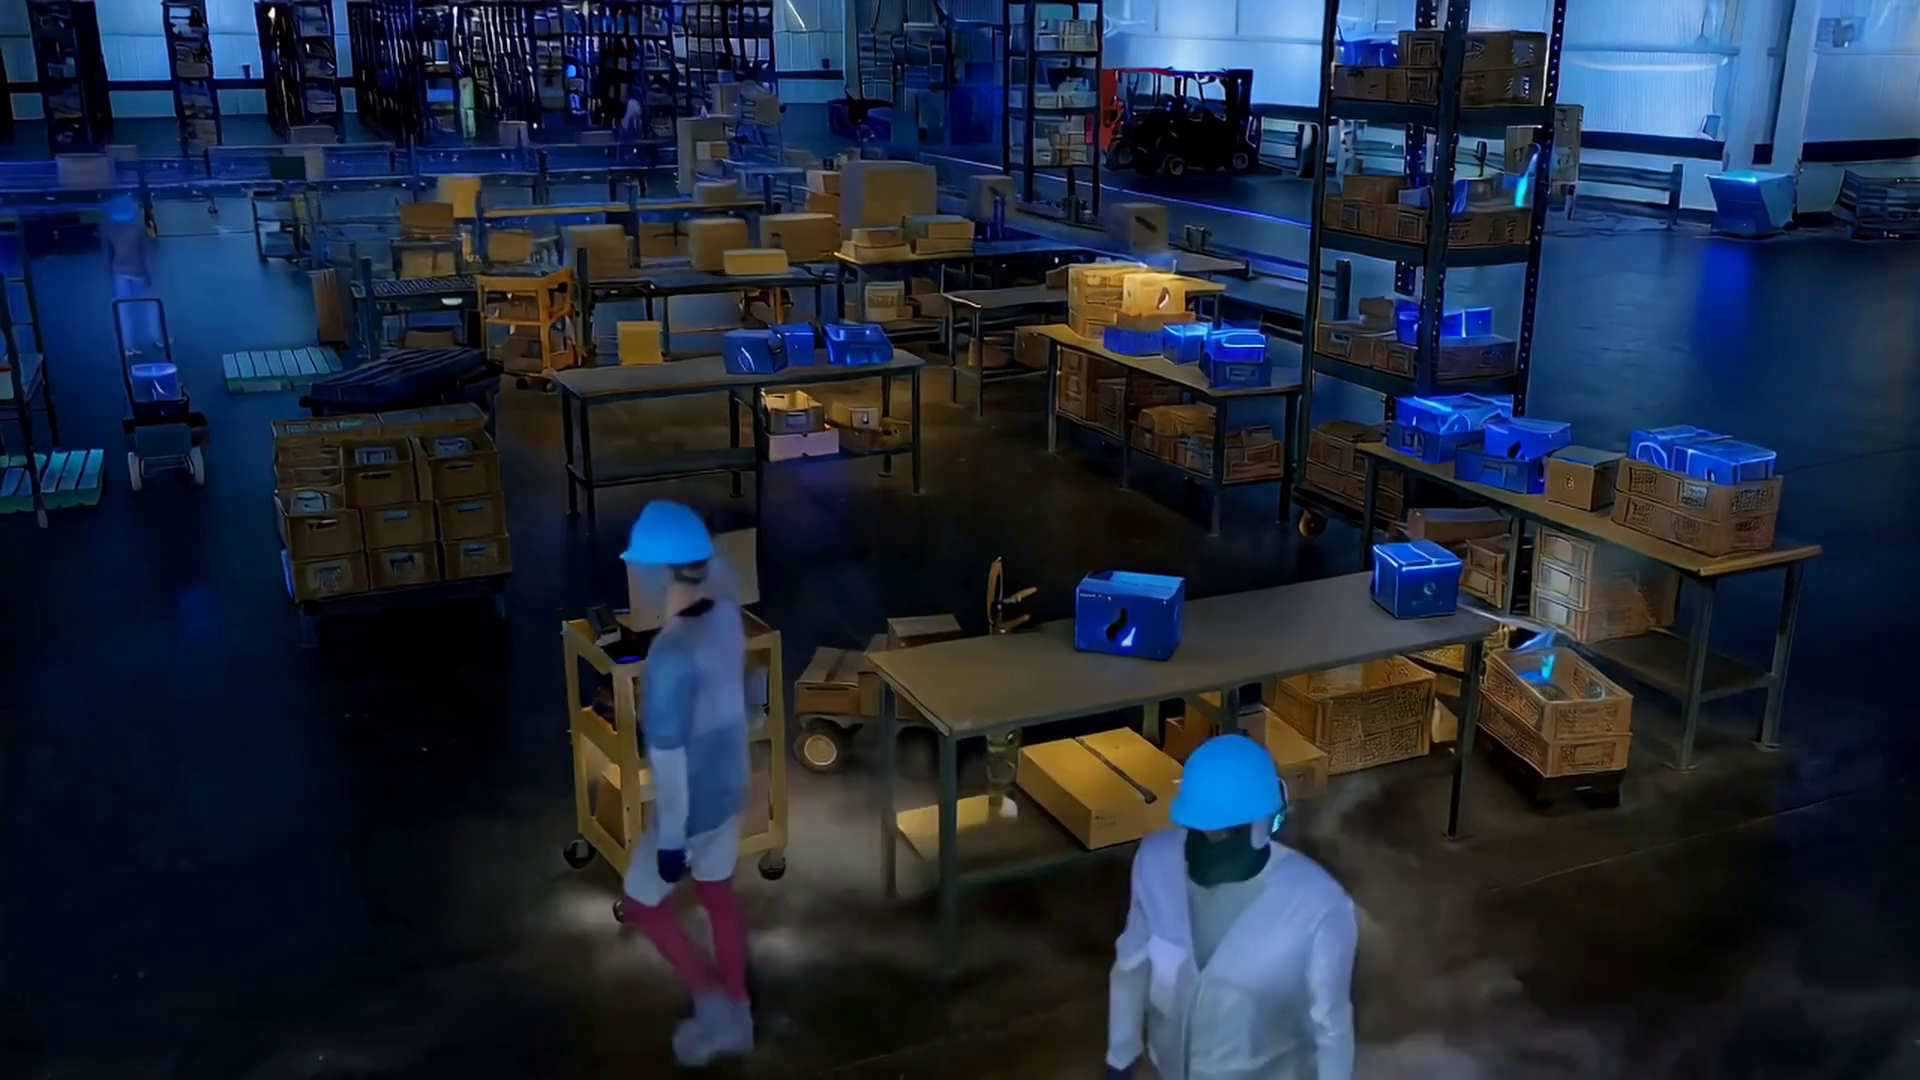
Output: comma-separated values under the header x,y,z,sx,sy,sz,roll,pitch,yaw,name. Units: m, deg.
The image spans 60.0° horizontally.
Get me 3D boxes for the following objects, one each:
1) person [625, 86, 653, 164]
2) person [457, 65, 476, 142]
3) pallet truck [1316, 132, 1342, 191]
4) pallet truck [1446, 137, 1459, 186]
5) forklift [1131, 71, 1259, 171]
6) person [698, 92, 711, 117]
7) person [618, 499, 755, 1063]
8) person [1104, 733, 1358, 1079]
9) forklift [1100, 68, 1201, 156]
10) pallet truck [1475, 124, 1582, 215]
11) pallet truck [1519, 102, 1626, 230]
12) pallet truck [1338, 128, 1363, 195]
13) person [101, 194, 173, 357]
x,y,z,sx,sy,sz,roll,pitch,yaw,name
-7.016,-9.018,36.488,0.911,1.800,0.586,-4,18,-14,person
-13.249,-11.672,44.535,0.622,1.996,0.368,13,22,36,person
7.723,-7.504,32.656,1.601,1.201,0.680,-8,19,-23,pallet truck
9.184,-6.485,29.328,1.630,1.274,0.653,-8,19,-23,pallet truck
4.998,-8.936,35.413,2.680,1.987,1.157,-9,20,-25,forklift
-5.535,-8.723,35.680,0.828,1.733,0.521,-5,18,-15,person
-0.867,0.807,5.339,0.417,1.921,0.576,5,18,16,person
0.682,1.267,4.130,0.608,1.791,0.926,15,23,39,person
4.082,-9.564,37.410,2.680,1.987,1.157,-8,19,-23,forklift
9.707,-6.455,28.103,1.885,1.965,0.823,-7,19,-20,pallet truck
9.972,-6.037,26.785,1.885,1.965,0.823,-9,20,-25,pallet truck
7.845,-7.140,31.411,1.522,1.261,0.704,-9,20,-25,pallet truck
-8.362,-2.690,16.858,0.519,1.600,0.751,0,18,1,person
